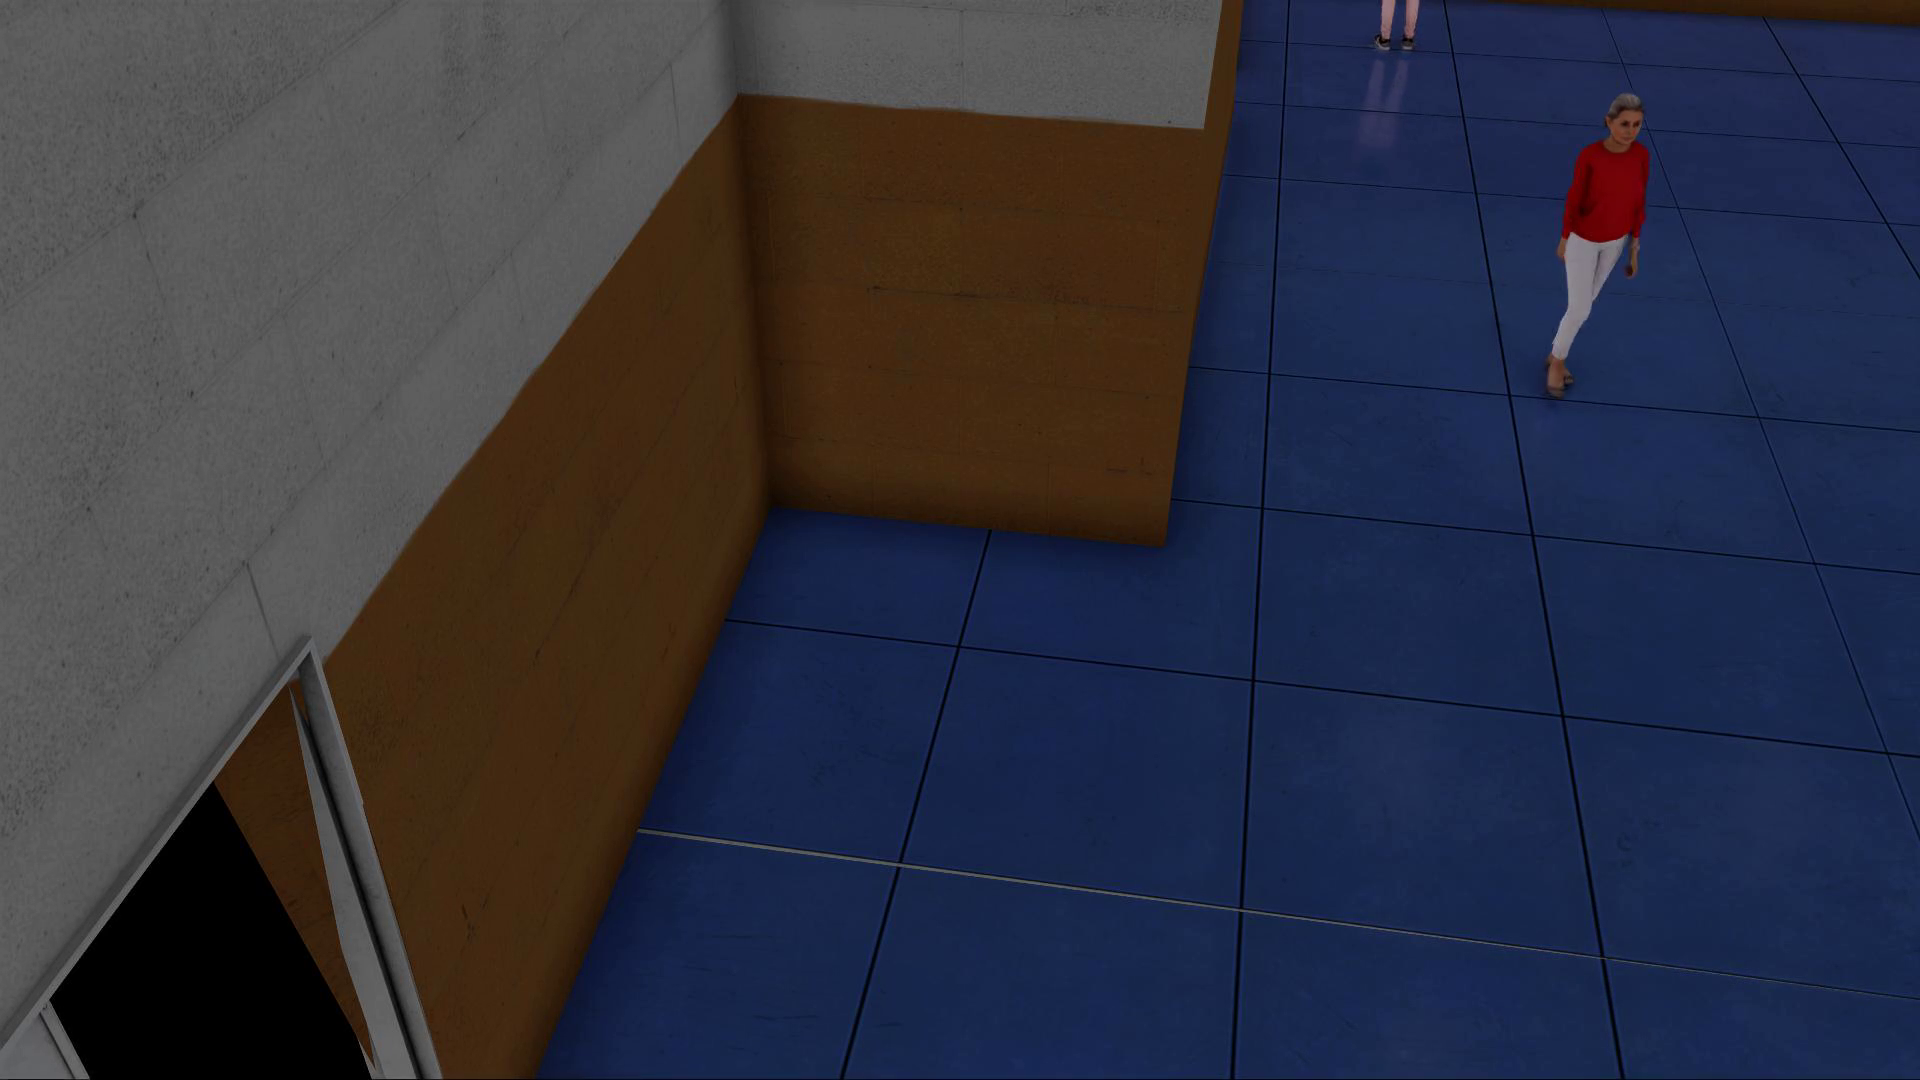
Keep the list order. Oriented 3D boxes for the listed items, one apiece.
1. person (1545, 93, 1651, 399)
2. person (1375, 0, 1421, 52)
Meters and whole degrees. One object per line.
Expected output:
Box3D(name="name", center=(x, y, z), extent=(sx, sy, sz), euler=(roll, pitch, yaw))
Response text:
Box3D(name="person", center=(3.408, -1.632, 9.025), extent=(0.671, 1.680, 0.716), euler=(-6, 37, -8))
Box3D(name="person", center=(3.543, -4.670, 13.180), extent=(0.428, 1.553, 0.580), euler=(0, 37, 0))
